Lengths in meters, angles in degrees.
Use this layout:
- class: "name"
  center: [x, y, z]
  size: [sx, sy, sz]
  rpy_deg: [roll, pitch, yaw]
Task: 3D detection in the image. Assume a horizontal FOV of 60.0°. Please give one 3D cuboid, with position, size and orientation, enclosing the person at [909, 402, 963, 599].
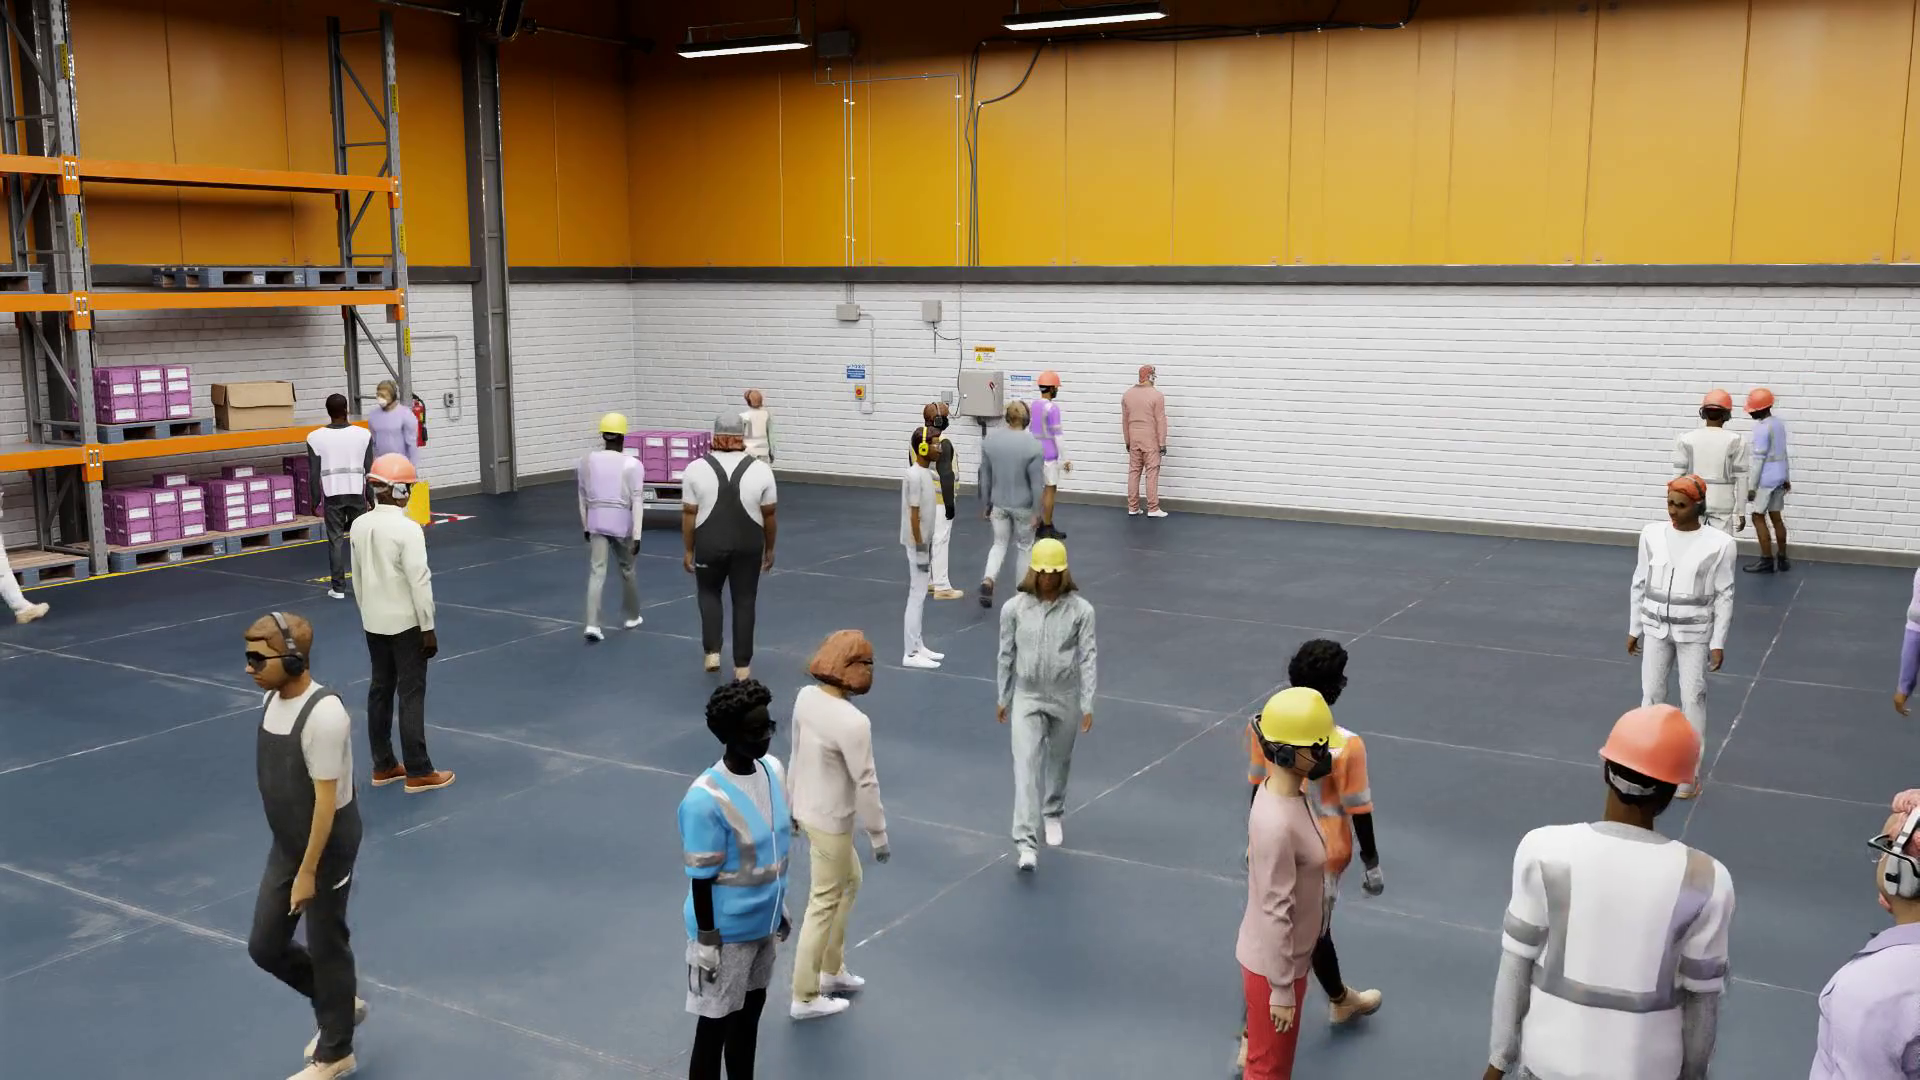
- class: "person"
  center: [-0.221, -0.369, 15.550]
  size: [0.429, 1.844, 0.624]
  rpy_deg: [-6, 11, -32]

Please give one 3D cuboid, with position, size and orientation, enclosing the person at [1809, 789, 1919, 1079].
- class: "person"
  center: [2.106, 1.492, 3.729]
  size: [0.653, 1.906, 0.405]
  rpy_deg: [-4, 10, -25]

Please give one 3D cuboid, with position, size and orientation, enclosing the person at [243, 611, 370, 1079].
- class: "person"
  center: [-2.411, 1.154, 6.102]
  size: [0.501, 1.826, 0.406]
  rpy_deg: [6, 11, 35]

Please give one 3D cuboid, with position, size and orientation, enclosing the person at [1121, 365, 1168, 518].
- class: "person"
  center: [2.326, -1.231, 20.739]
  size: [0.639, 1.903, 0.409]
  rpy_deg: [8, 12, 42]

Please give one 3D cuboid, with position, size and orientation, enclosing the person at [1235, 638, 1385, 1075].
- class: "person"
  center: [1.365, 1.191, 6.386]
  size: [0.865, 1.647, 0.548]
  rpy_deg: [-6, 11, -32]

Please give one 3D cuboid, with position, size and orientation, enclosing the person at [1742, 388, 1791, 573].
- class: "person"
  center: [8.227, -0.605, 16.887]
  size: [0.734, 1.885, 0.454]
  rpy_deg: [-8, 12, -40]

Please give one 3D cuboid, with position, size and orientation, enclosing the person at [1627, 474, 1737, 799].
- class: "person"
  center: [4.167, 0.550, 9.666]
  size: [0.573, 1.886, 0.354]
  rpy_deg: [9, 13, 44]

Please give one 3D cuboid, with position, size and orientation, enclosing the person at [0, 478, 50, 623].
- class: "person"
  center: [-8.369, -0.126, 14.158]
  size: [0.650, 1.797, 0.947]
  rpy_deg: [6, 11, 34]

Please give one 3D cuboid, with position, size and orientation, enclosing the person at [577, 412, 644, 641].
- class: "person"
  center: [-2.906, -0.122, 13.867]
  size: [0.586, 1.888, 0.969]
  rpy_deg: [0, 9, 3]

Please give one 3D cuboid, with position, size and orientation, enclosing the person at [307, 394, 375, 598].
- class: "person"
  center: [-5.765, -0.406, 15.550]
  size: [0.589, 1.915, 0.398]
  rpy_deg: [-4, 10, -26]

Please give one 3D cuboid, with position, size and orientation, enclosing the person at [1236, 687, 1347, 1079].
- class: "person"
  center: [1.029, 1.322, 5.225]
  size: [0.313, 1.767, 0.534]
  rpy_deg: [2, 9, 13]

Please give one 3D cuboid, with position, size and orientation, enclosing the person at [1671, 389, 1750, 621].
- class: "person"
  center: [6.517, -0.295, 14.460]
  size: [0.615, 2.038, 0.395]
  rpy_deg: [6, 11, 32]

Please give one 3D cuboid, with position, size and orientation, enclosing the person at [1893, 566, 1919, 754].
- class: "person"
  center: [4.977, 0.738, 8.150]
  size: [0.611, 2.008, 0.993]
  rpy_deg: [3, 10, 17]

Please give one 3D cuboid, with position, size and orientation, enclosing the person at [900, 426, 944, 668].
- class: "person"
  center: [-0.292, 0.048, 12.883]
  size: [0.331, 1.865, 0.501]
  rpy_deg: [1, 9, 8]

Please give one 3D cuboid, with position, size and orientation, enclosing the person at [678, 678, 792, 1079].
- class: "person"
  center: [-0.744, 1.292, 5.622]
  size: [0.321, 1.696, 0.536]
  rpy_deg: [4, 10, 24]

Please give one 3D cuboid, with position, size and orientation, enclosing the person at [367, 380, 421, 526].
- class: "person"
  center: [-6.022, -0.762, 17.779]
  size: [0.630, 1.922, 0.658]
  rpy_deg: [4, 10, 23]

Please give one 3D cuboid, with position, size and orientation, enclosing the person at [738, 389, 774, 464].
- class: "person"
  center: [-2.545, -1.075, 20.664]
  size: [0.530, 1.615, 0.731]
  rpy_deg: [-7, 11, -37]

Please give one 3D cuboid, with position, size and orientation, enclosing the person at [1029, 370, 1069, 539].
- class: "person"
  center: [1.005, -0.969, 19.001]
  size: [0.359, 1.935, 0.557]
  rpy_deg: [-5, 10, -27]

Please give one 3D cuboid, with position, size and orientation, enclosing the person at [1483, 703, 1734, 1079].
- class: "person"
  center: [1.703, 1.375, 4.421]
  size: [0.577, 1.917, 0.462]
  rpy_deg: [3, 10, 18]

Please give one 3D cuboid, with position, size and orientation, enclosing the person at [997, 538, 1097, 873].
- class: "person"
  center: [0.444, 0.830, 8.523]
  size: [0.503, 1.691, 0.923]
  rpy_deg: [0, 9, 0]

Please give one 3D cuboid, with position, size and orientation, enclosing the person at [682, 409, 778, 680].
- class: "person"
  center: [-1.722, 0.022, 12.483]
  size: [0.710, 2.000, 0.582]
  rpy_deg: [-2, 9, -10]

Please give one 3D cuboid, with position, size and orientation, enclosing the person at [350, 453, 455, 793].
- class: "person"
  center: [-3.290, 0.484, 9.750]
  size: [0.609, 1.993, 0.382]
  rpy_deg: [6, 11, 31]

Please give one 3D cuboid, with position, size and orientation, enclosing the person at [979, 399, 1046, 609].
- class: "person"
  center: [0.452, -0.294, 14.844]
  size: [0.638, 1.918, 0.677]
  rpy_deg: [4, 10, 26]

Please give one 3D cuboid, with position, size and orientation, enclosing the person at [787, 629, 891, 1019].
- class: "person"
  center: [-0.475, 1.148, 6.768]
  size: [0.539, 1.609, 0.537]
  rpy_deg: [-6, 11, -31]
